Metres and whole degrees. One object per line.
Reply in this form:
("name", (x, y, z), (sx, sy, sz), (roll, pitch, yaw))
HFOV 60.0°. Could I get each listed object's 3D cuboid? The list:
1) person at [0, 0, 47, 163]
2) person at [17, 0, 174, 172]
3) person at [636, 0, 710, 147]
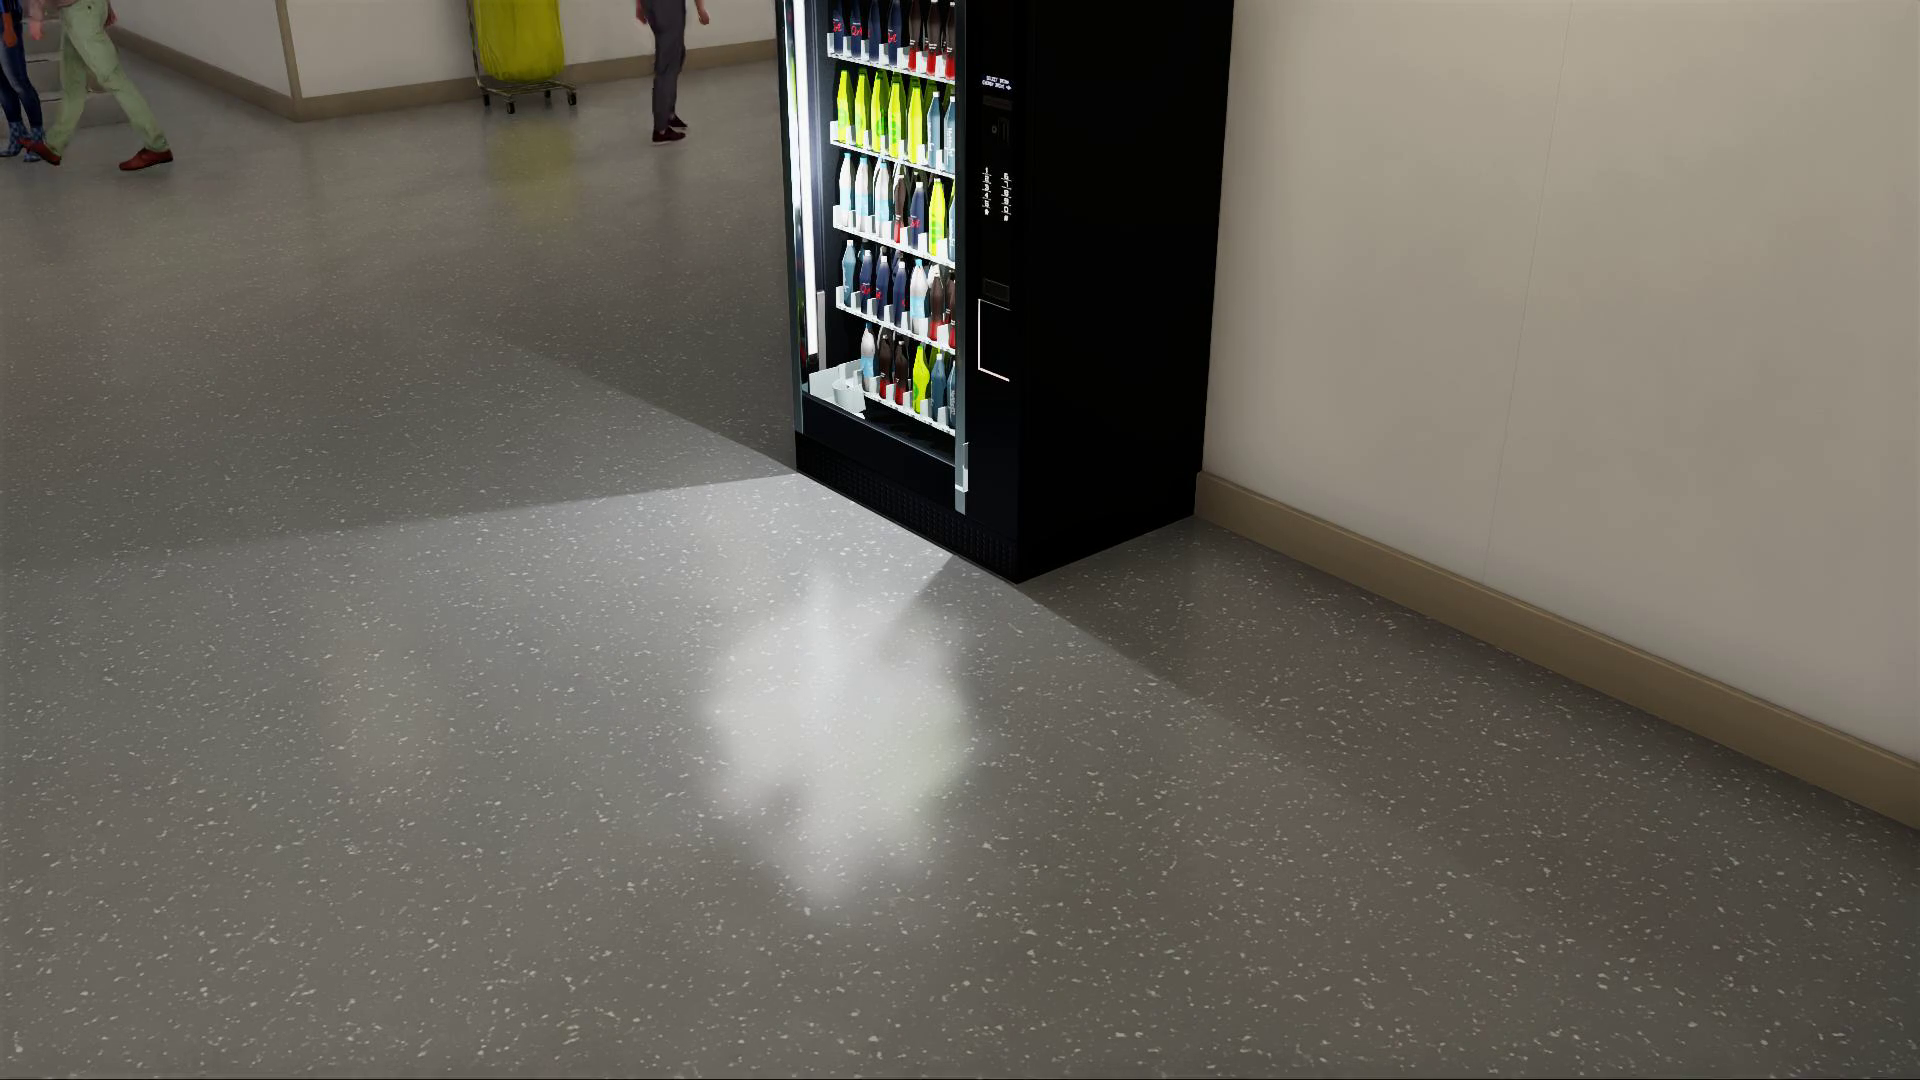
("person", (-5.939, -3.160, 10.249), (0.599, 1.618, 0.743), (15, 29, 28))
("person", (-5.131, -3.092, 9.883), (1.245, 1.815, 1.262), (-2, 26, -5))
("person", (-1.949, -3.378, 10.584), (0.626, 1.721, 0.728), (21, 33, 37))
